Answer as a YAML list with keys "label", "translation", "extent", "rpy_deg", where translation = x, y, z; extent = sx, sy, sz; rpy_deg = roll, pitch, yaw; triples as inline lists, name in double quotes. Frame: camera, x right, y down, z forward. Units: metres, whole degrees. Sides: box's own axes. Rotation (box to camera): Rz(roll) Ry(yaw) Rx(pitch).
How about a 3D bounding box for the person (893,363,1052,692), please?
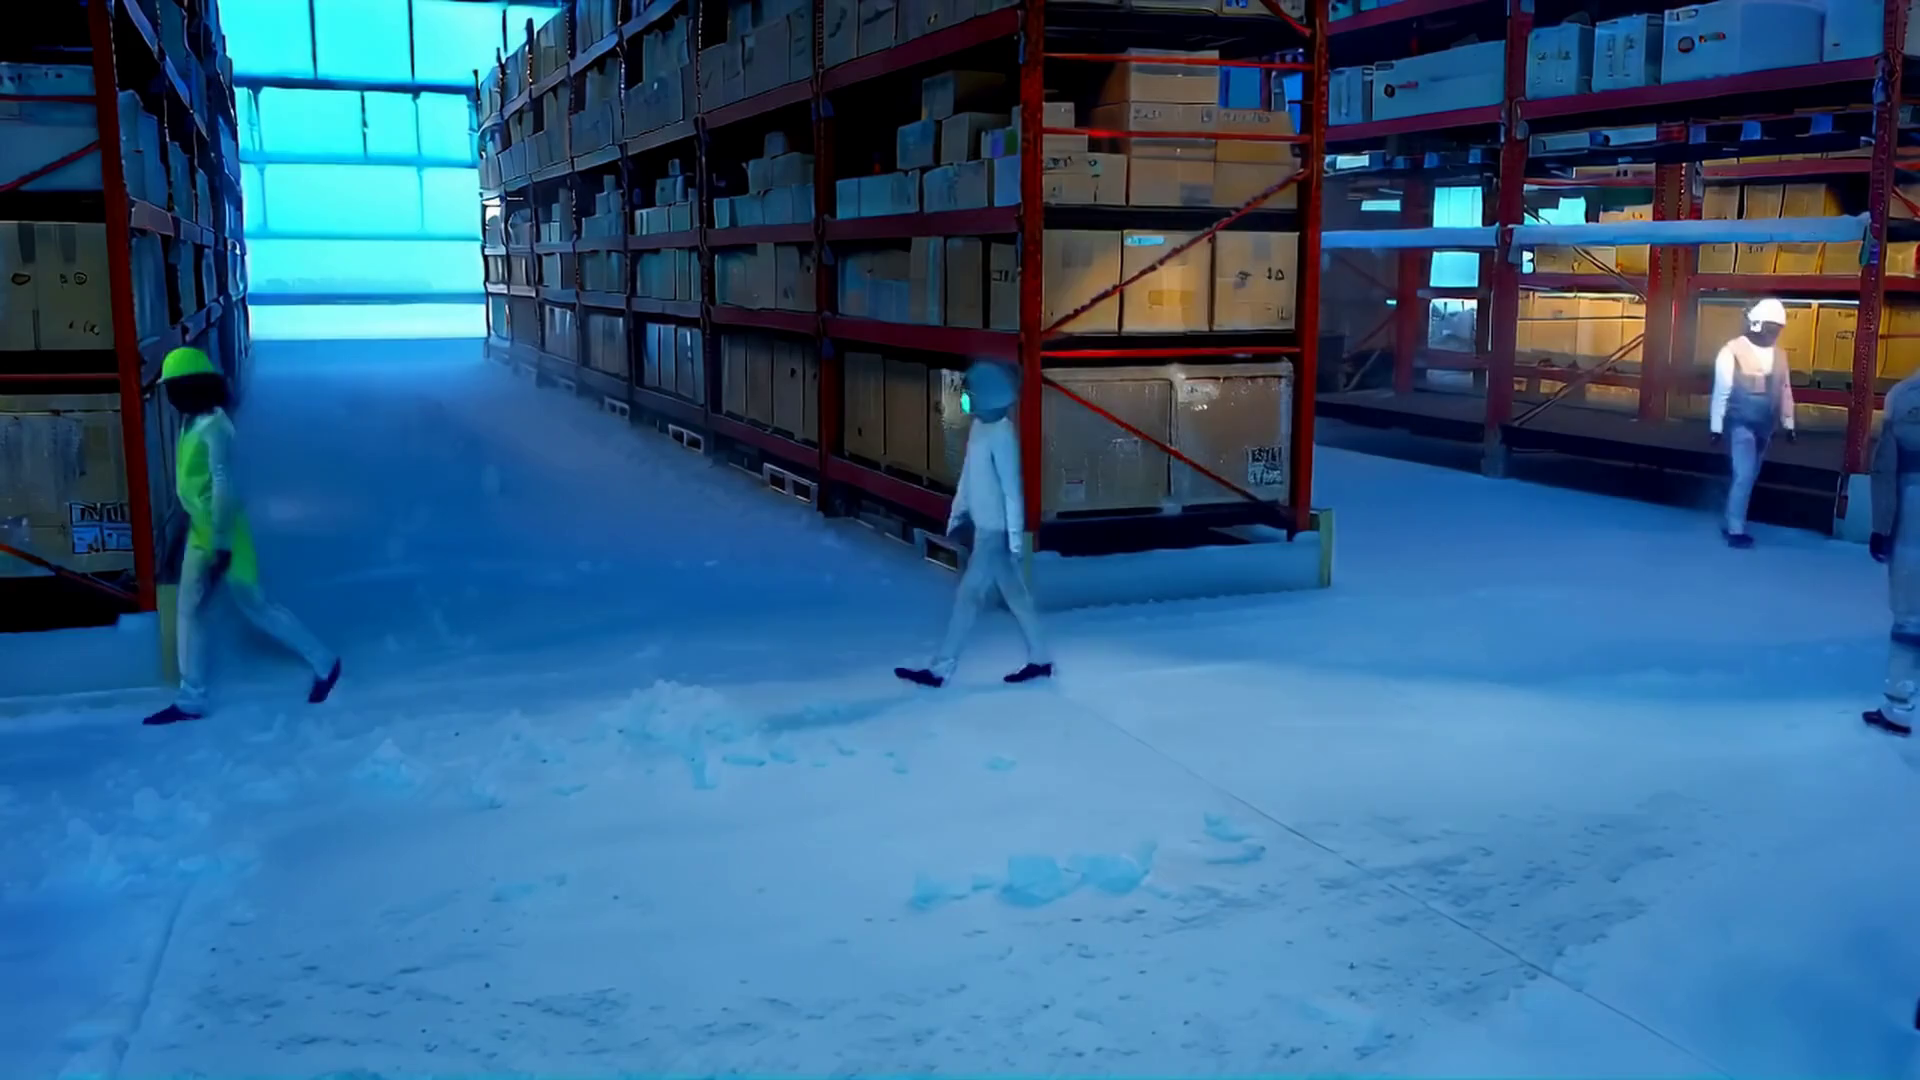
- label: "person"
  translation: [0.088, -0.053, 8.021]
  extent: [0.844, 1.583, 0.525]
  rpy_deg: [-3, 10, -15]

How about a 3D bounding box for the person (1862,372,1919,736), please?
- label: "person"
  translation: [4.307, -0.078, 7.279]
  extent: [0.645, 1.898, 0.395]
  rpy_deg: [1, 10, 5]

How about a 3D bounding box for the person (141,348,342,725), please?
- label: "person"
  translation: [-3.321, -0.033, 7.625]
  extent: [0.852, 1.701, 0.531]
  rpy_deg: [-9, 13, -43]

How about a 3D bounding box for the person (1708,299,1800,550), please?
- label: "person"
  translation: [5.787, -0.839, 12.079]
  extent: [0.621, 1.801, 0.585]
  rpy_deg: [-3, 10, -19]

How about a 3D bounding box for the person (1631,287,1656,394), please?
- label: "person"
  translation: [10.846, -3.176, 26.219]
  extent: [0.533, 1.768, 0.310]
  rpy_deg: [-3, 10, -16]
